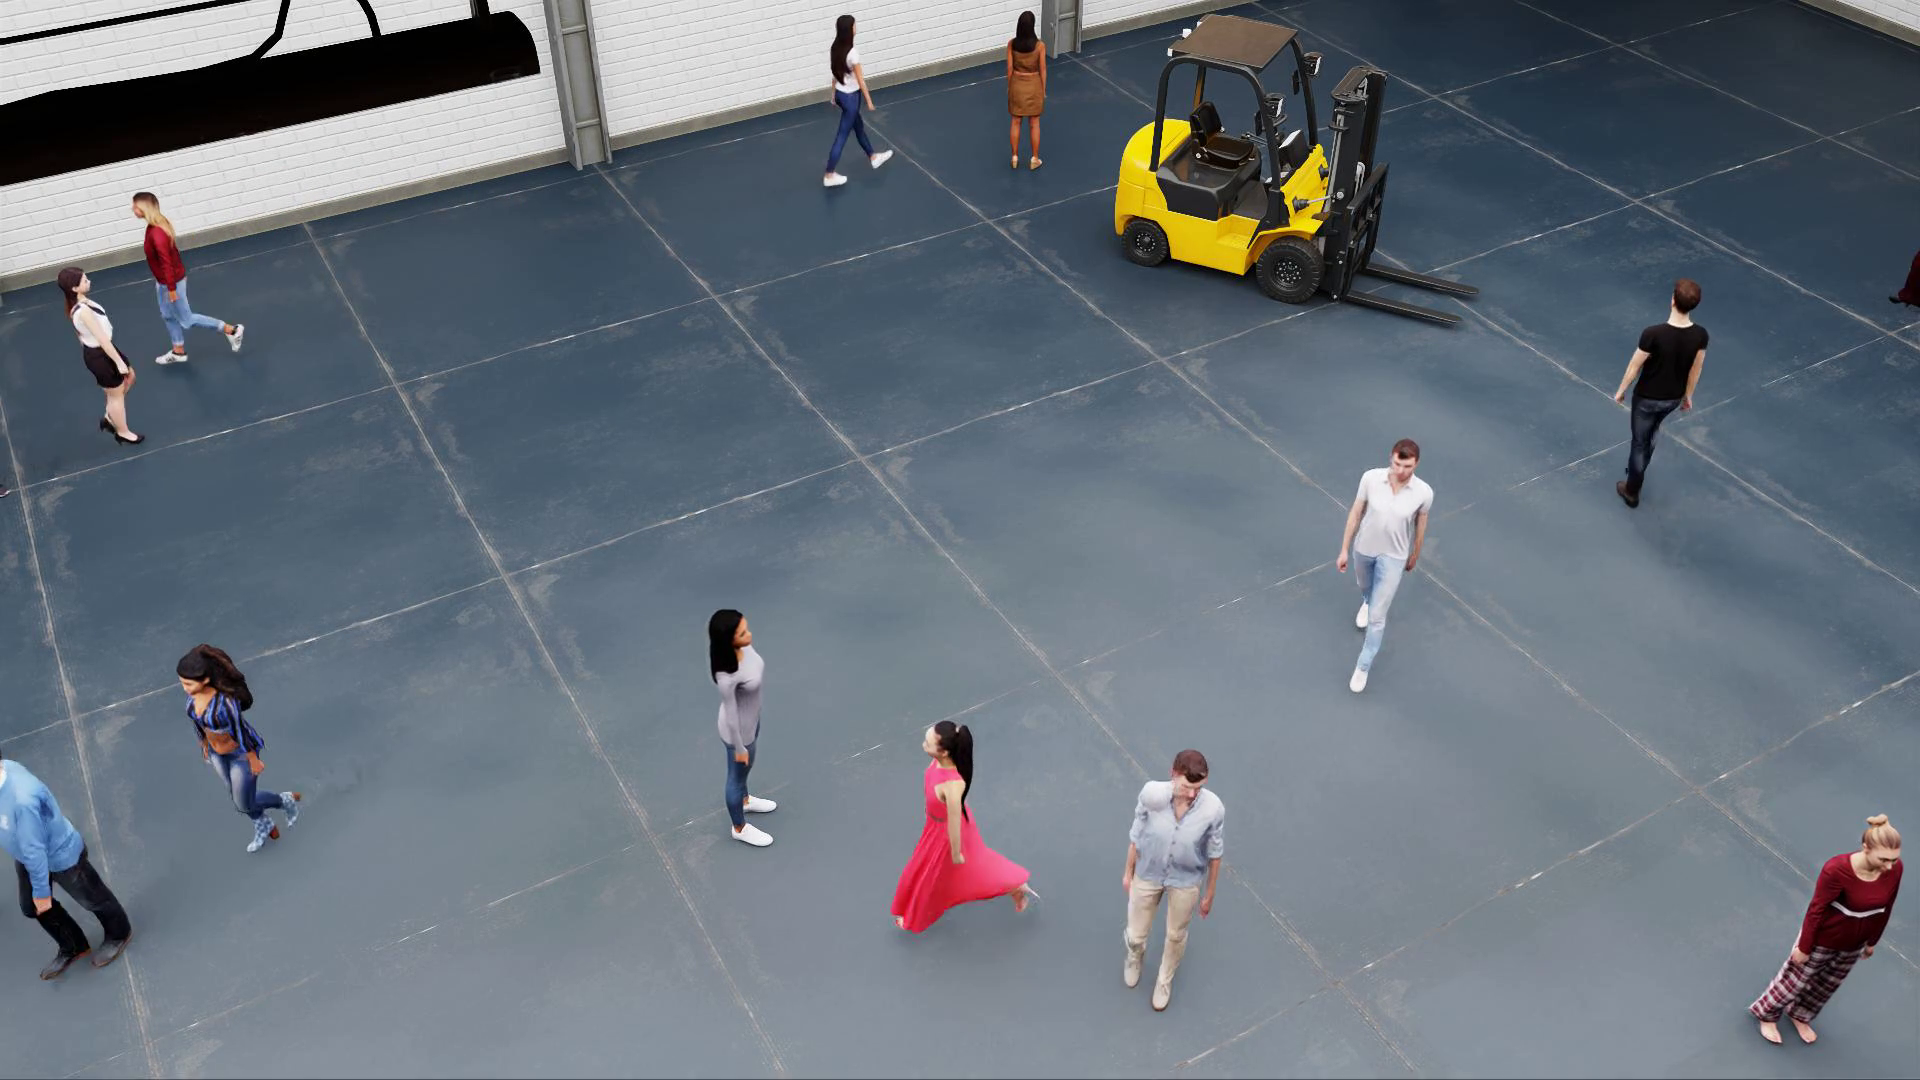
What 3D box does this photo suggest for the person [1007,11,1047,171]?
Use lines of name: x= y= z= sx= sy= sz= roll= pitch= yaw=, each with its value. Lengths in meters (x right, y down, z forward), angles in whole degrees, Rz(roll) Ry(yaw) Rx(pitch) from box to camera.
person: x=0.683 y=-4.655 z=17.241 sx=0.629 sy=1.690 sz=0.697 roll=8 pitch=39 yaw=10

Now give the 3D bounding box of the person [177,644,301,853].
person: x=-4.287 y=1.224 z=9.941 sx=0.766 sy=1.613 sz=0.810 roll=20 pitch=43 yaw=23

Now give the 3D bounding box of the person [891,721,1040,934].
person: x=0.017 y=1.628 z=9.367 sx=1.162 sy=1.699 sz=0.918 roll=-1 pitch=39 yaw=-1

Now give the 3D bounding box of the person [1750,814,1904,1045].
person: x=4.636 y=2.076 z=8.805 sx=0.584 sy=1.699 sz=0.733 roll=-6 pitch=39 yaw=-7

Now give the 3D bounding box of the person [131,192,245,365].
person: x=-6.689 y=-2.230 z=14.267 sx=1.019 sy=1.613 sz=0.654 roll=-15 pitch=41 yaw=-18

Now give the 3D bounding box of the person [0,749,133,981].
person: x=-4.990 y=1.674 z=9.238 sx=0.865 sy=1.788 sz=0.912 roll=17 pitch=42 yaw=21

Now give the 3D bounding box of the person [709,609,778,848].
person: x=-1.336 y=1.101 z=9.998 sx=0.708 sy=1.735 sz=0.685 roll=3 pitch=39 yaw=4

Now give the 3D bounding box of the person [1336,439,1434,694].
person: x=2.861 y=0.039 z=11.269 sx=1.071 sy=1.808 sz=1.297 roll=19 pitch=42 yaw=22

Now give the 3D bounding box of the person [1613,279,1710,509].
person: x=5.304 y=-1.042 z=12.561 sx=0.830 sy=1.886 sz=0.912 roll=-1 pitch=39 yaw=-1

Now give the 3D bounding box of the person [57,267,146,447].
person: x=-6.886 y=-1.405 z=13.213 sx=0.630 sy=1.637 sz=0.577 roll=-24 pitch=45 yaw=-27

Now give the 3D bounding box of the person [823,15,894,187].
person: x=-1.215 y=-4.416 z=16.912 sx=1.081 sy=1.728 sz=0.596 roll=-19 pitch=42 yaw=-22

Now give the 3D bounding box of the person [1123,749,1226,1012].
person: x=1.166 y=1.783 z=9.062 sx=0.785 sy=1.837 sz=0.854 roll=12 pitch=40 yaw=15
